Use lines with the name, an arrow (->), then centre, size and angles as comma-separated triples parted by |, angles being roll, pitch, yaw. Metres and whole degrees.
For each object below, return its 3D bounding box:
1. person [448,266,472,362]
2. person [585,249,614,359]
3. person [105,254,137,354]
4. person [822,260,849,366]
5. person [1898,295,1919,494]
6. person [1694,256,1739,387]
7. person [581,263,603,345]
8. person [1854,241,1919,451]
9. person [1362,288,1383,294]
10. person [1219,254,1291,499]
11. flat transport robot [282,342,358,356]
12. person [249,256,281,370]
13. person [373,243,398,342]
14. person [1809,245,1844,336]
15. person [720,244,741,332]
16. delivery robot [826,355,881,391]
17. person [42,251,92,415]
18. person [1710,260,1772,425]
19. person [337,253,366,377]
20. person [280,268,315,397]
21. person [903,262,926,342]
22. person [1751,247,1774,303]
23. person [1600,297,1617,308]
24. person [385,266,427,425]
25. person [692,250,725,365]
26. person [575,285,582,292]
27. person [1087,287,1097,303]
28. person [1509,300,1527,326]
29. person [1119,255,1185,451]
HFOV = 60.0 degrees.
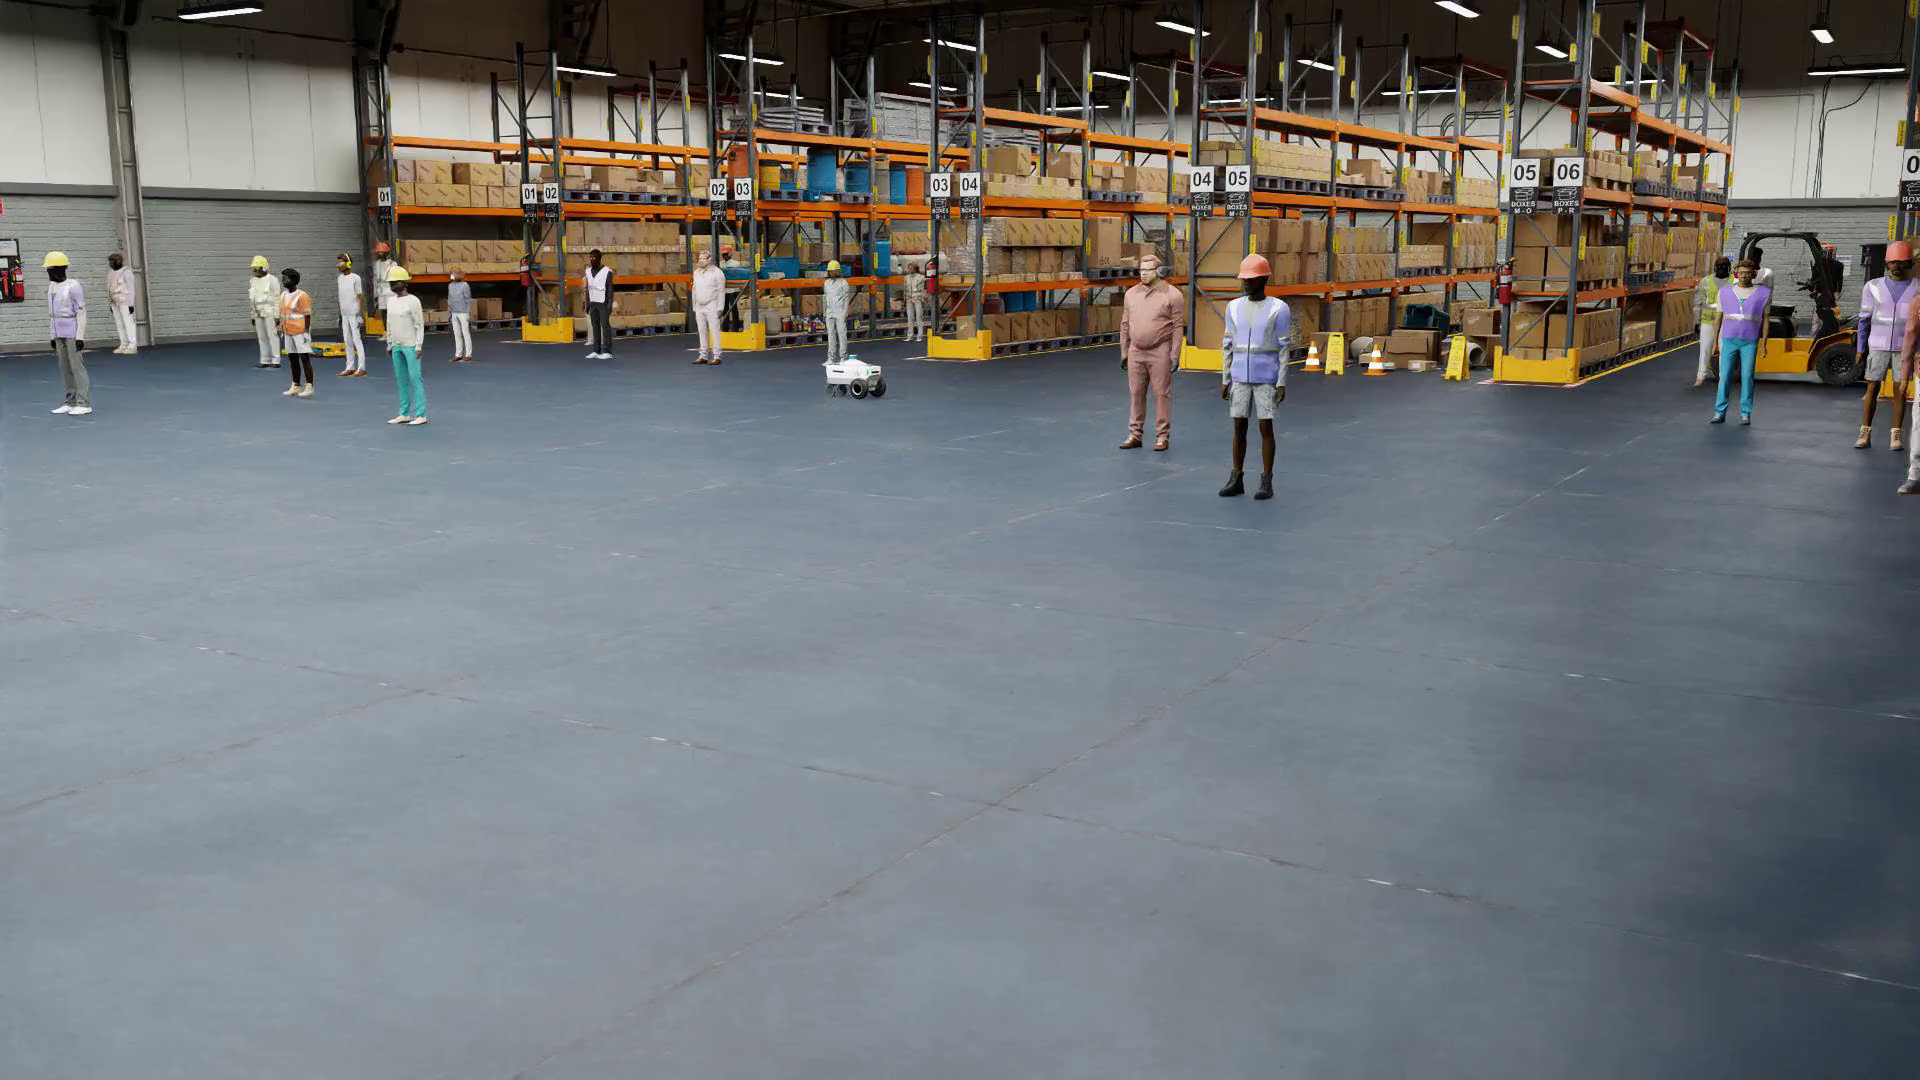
person -> -8.552, -3.853, 28.413 | 0.507, 1.631, 0.266 | 6, 12, 30
person -> -6.341, -4.148, 29.274 | 0.596, 1.914, 0.373 | 6, 12, 30
person -> -15.430, -4.331, 30.573 | 0.643, 1.832, 0.434 | 5, 11, 28
person -> -2.061, -3.726, 27.396 | 0.492, 1.740, 0.324 | 6, 12, 30
person -> 7.857, -1.321, 13.284 | 0.646, 1.979, 0.457 | 8, 13, 39
person -> 10.647, -3.054, 23.359 | 0.633, 1.839, 0.429 | 6, 12, 30
person -> -7.293, -4.662, 32.991 | 0.528, 1.626, 0.345 | 6, 12, 29
person -> 9.117, -1.891, 16.276 | 0.614, 2.040, 0.390 | 6, 12, 30
person -> 9.725, -5.820, 39.251 | 0.540, 1.695, 0.317 | 6, 12, 30
person -> 2.324, -1.287, 13.187 | 0.551, 1.934, 0.373 | 6, 12, 30
flat transport robot -> -11.473, -3.442, 29.928 | 1.431, 0.197, 0.652 | 6, 12, 31
person -> -11.128, -3.616, 26.589 | 0.619, 1.822, 0.404 | 5, 11, 24
person -> -11.801, -5.071, 34.153 | 0.630, 2.033, 0.450 | 4, 11, 23
person -> 18.827, -5.415, 36.154 | 0.622, 1.990, 0.402 | 6, 12, 30
person -> -5.039, -5.417, 36.160 | 0.622, 1.992, 0.396 | 6, 12, 30
delivery robot -> -1.405, -2.192, 21.863 | 0.707, 0.478, 0.477 | 6, 12, 31
person -> -10.573, -2.436, 19.655 | 0.594, 1.924, 0.381 | 6, 12, 30
person -> 8.748, -2.213, 18.642 | 0.570, 1.840, 0.373 | 6, 12, 30
person -> -9.255, -3.400, 25.217 | 0.533, 1.868, 0.310 | 6, 12, 30
person -> -8.770, -2.731, 21.950 | 0.540, 1.695, 0.317 | 6, 12, 30
person -> -0.939, -4.888, 34.193 | 0.522, 1.638, 0.310 | 6, 12, 30
person -> 12.885, -3.780, 27.075 | 0.613, 1.961, 0.368 | 6, 12, 30
person -> 15.040, -5.785, 38.587 | 0.533, 1.864, 0.310 | 6, 12, 30
person -> -6.209, -2.160, 18.558 | 0.533, 1.767, 0.325 | 6, 12, 30
person -> -4.232, -3.878, 27.795 | 0.651, 1.904, 0.403 | 6, 12, 30
person -> -8.905, -5.872, 39.353 | 0.533, 1.765, 0.331 | 6, 12, 30
person -> 3.742, -7.471, 47.820 | 0.635, 1.937, 0.352 | 6, 12, 30
person -> 13.748, -6.228, 40.863 | 0.635, 1.936, 0.355 | 6, 12, 30
person -> 1.850, -1.822, 16.275 | 0.651, 1.906, 0.403 | 6, 12, 30
